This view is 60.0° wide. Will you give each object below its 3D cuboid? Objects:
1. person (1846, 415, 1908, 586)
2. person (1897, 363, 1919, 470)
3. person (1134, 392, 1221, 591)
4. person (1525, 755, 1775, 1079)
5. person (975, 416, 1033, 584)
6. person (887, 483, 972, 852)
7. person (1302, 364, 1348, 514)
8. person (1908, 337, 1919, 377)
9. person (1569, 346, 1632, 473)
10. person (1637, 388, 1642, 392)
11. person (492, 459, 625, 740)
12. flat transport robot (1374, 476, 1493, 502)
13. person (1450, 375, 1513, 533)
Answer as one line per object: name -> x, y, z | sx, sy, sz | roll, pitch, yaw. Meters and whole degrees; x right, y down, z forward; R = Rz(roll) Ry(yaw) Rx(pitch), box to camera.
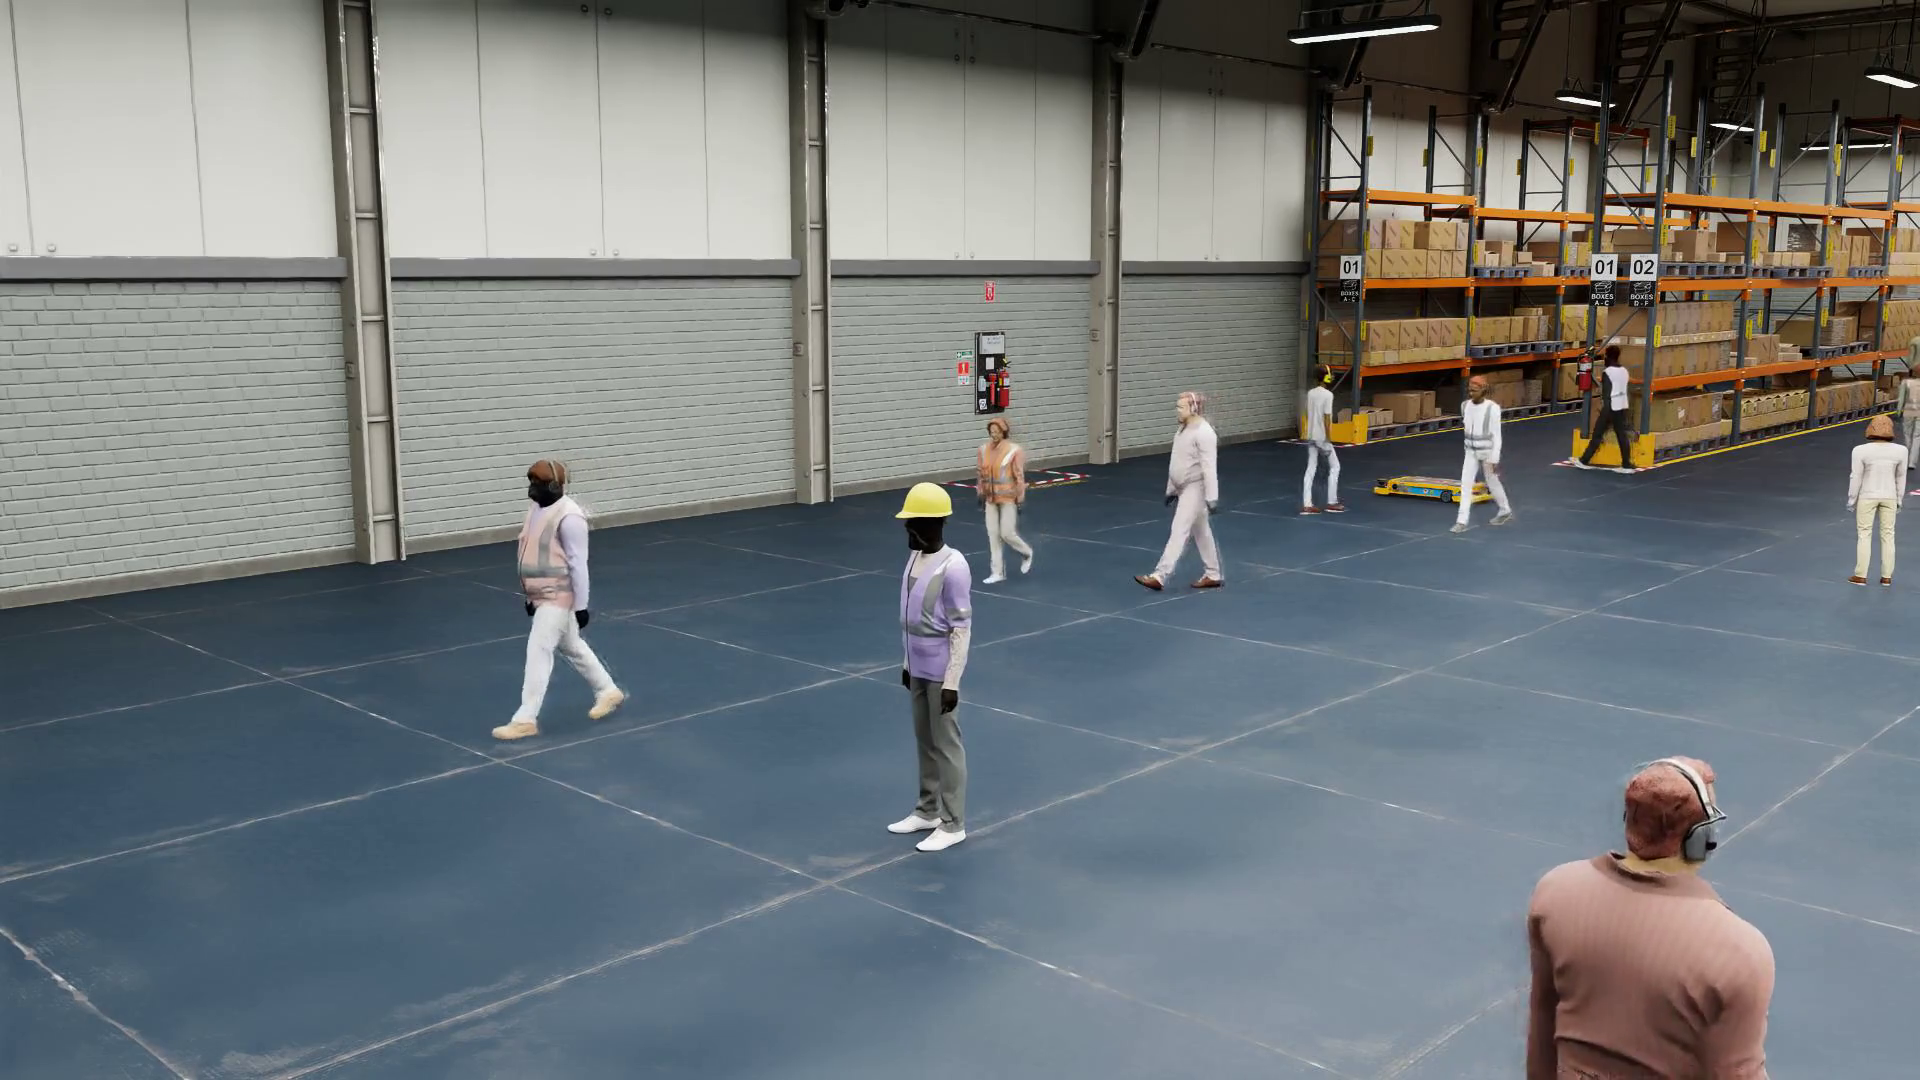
person -> 8.738, -0.375, 15.872 | 0.500, 1.633, 0.286 | 2, 9, 10
person -> 14.458, -1.869, 25.109 | 0.537, 1.588, 0.881 | 7, 12, 37
person -> 2.050, -0.444, 15.570 | 0.965, 1.862, 0.676 | -2, 10, -11
person -> 1.628, 1.444, 4.067 | 0.924, 1.875, 0.650 | -6, 11, -34
person -> 0.445, -0.392, 16.034 | 0.506, 1.620, 0.508 | 8, 12, 40
person -> -0.152, 0.656, 8.694 | 0.370, 1.928, 0.585 | -5, 10, -26
person -> 4.526, -1.238, 20.478 | 0.740, 1.844, 0.564 | -4, 10, -25
person -> 19.782, -3.519, 34.028 | 0.647, 1.960, 0.905 | 7, 12, 38
person -> 9.629, -1.947, 24.741 | 0.607, 1.860, 1.018 | -6, 11, -34
person -> 12.561, -2.786, 30.089 | 0.613, 1.785, 0.908 | 6, 11, 33
person -> -2.634, 0.355, 10.909 | 0.949, 1.803, 0.632 | -7, 12, -36
flat transport robot -> 6.252, -0.679, 21.870 | 1.431, 0.197, 0.652 | 9, 13, 43
person -> 6.087, -1.005, 19.212 | 1.020, 1.822, 0.587 | -7, 12, -36
